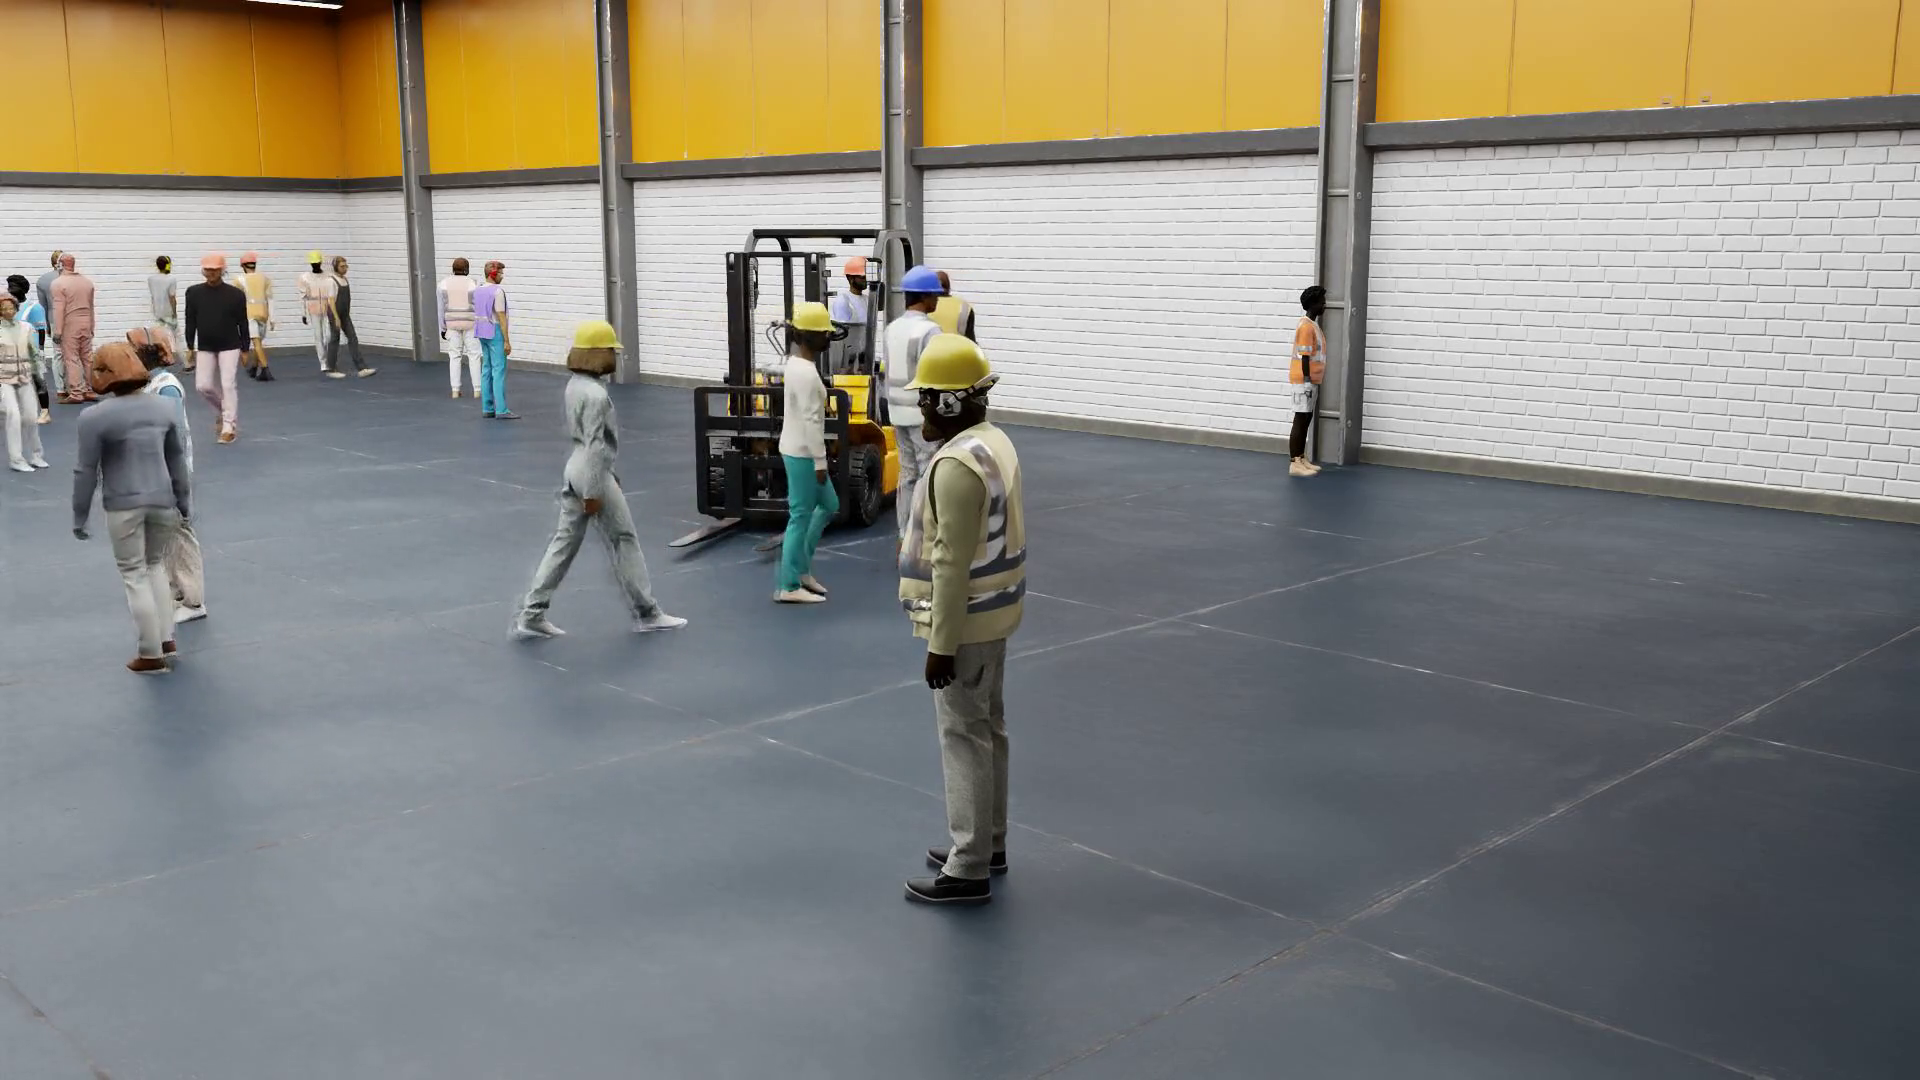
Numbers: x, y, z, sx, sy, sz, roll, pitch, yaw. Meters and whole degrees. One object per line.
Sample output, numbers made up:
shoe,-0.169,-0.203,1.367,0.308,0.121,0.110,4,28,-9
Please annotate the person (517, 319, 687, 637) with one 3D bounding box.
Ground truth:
person,-1.956,-0.318,8.820,0.884,1.700,0.490,-6,12,-30

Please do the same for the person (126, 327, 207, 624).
person,-4.396,-0.356,9.183,0.310,1.638,0.523,-9,14,-41

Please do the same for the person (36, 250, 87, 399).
person,-11.647,-2.796,21.672,0.630,1.940,0.373,0,10,2

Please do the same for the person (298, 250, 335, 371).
person,-9.971,-3.555,25.935,0.602,1.887,0.857,-4,11,-19

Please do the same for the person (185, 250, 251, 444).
person,-7.640,-1.991,17.155,0.633,1.983,0.541,-1,10,-6

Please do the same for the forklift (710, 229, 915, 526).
forklift,-1.050,-1.319,12.920,1.214,2.155,2.313,2,11,13

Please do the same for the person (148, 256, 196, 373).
person,-12.078,-3.412,25.364,0.515,1.822,0.969,1,10,8

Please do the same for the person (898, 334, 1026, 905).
person,0.005,0.253,5.364,0.403,1.824,0.593,2,11,12

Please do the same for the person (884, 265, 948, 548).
person,-0.261,-0.802,10.786,0.398,1.947,0.622,-6,12,-32

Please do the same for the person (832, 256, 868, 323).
person,-0.962,-1.702,15.709,0.357,1.938,0.545,5,12,27

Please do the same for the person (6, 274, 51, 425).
person,-10.542,-2.140,18.747,0.532,1.697,0.312,3,11,16

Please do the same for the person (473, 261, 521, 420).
person,-5.426,-2.314,19.317,0.563,1.837,0.389,9,14,42

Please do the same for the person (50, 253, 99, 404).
person,-11.277,-2.679,21.119,0.403,1.906,0.652,3,11,14

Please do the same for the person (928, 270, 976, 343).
person,-0.163,-1.603,15.529,0.672,1.813,0.647,-1,10,-8

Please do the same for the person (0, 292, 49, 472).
person,-8.546,-1.417,15.018,0.355,1.616,0.550,6,12,28

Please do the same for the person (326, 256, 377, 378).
person,-9.128,-3.302,24.770,0.828,1.810,0.519,3,11,14

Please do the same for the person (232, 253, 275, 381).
person,-10.431,-3.285,24.563,0.565,1.873,1.036,-10,14,-42

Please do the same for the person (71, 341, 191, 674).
person,-4.063,-0.155,8.100,0.461,1.618,0.533,7,12,32

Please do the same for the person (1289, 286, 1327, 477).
person,3.094,-1.413,14.808,0.320,1.694,0.531,4,11,20

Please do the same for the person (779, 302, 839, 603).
person,-0.869,-0.493,9.610,0.436,1.749,0.550,-2,11,-11

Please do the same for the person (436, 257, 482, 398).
person,-6.536,-2.791,21.908,0.634,1.841,0.429,0,10,-2
